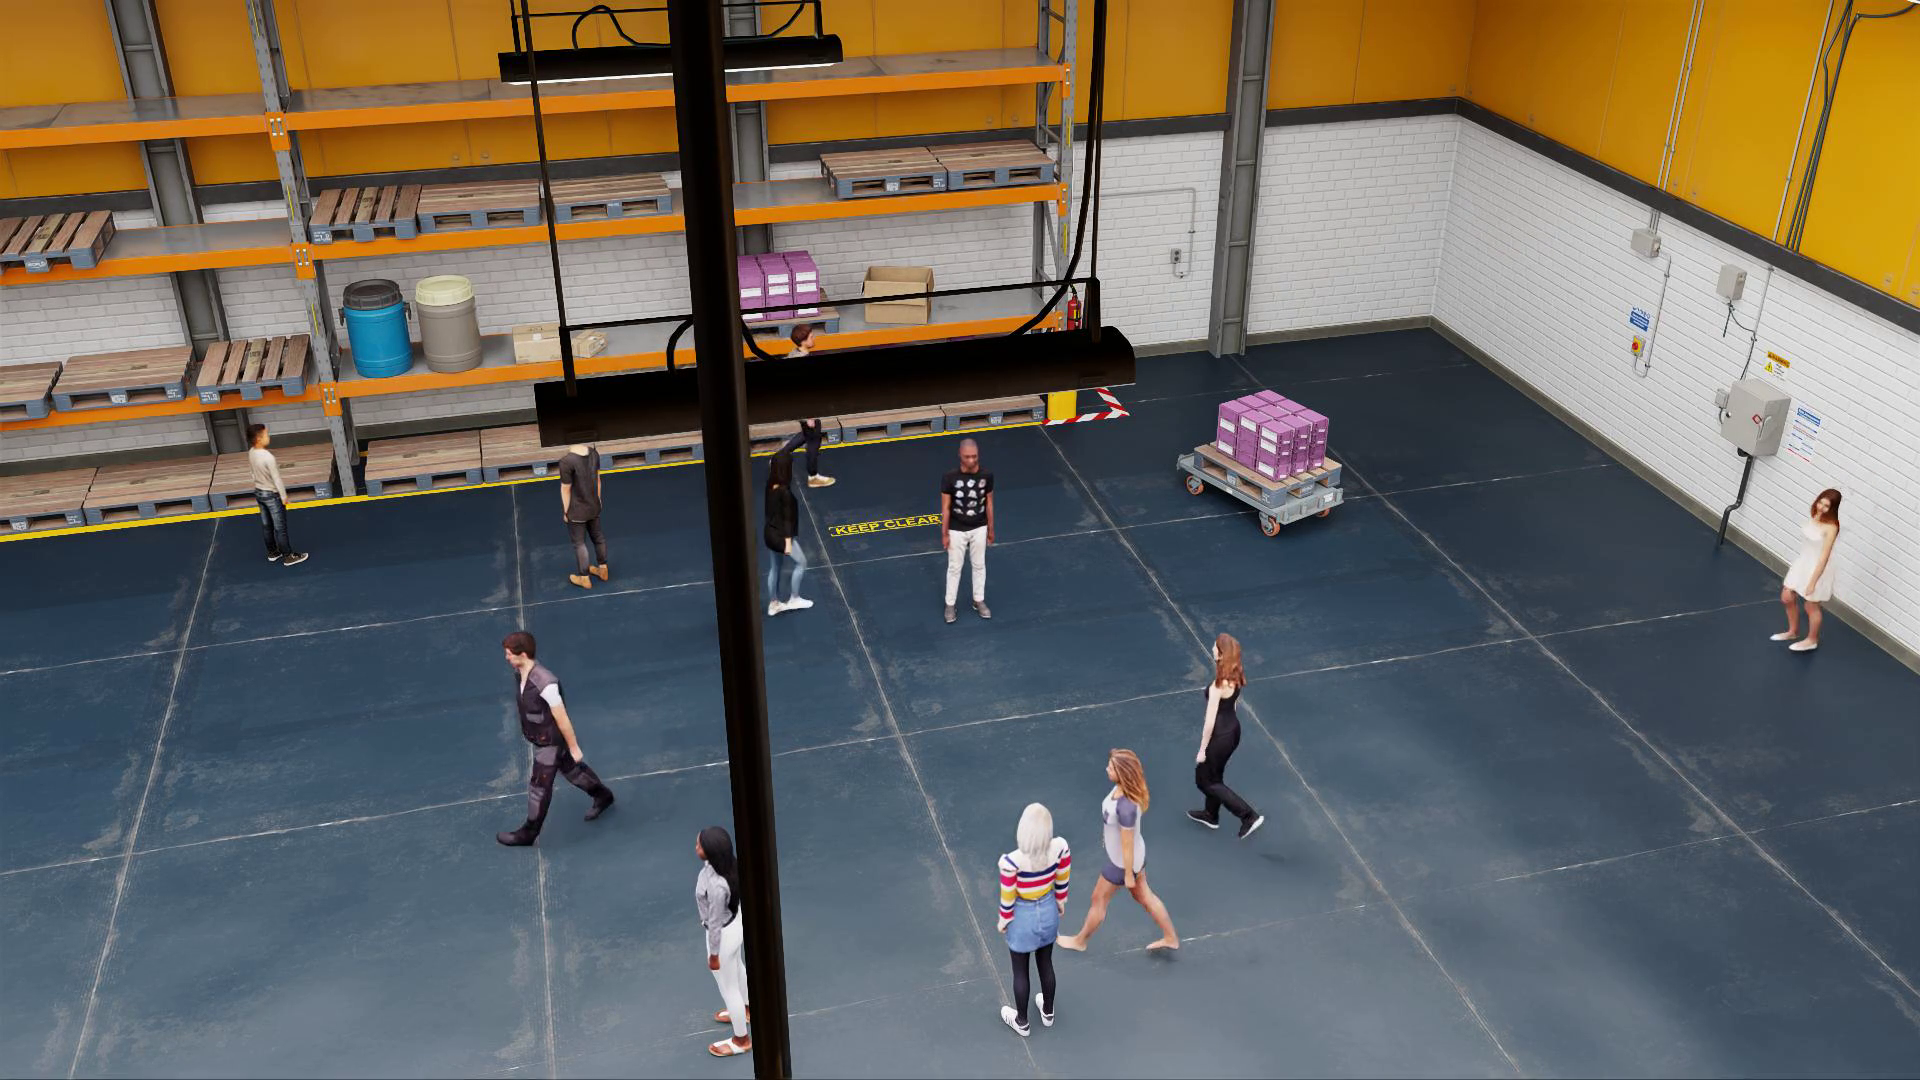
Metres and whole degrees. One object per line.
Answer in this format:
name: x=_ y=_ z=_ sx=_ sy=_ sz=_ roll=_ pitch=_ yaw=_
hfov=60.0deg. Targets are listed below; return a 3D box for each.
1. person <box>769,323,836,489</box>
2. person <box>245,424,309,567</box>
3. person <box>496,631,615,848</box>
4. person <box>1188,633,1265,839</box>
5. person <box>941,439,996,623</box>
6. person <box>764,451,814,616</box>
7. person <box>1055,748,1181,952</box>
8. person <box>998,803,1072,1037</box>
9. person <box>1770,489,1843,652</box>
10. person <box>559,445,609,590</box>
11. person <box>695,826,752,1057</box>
person: x=-1.709 y=-1.402 z=17.599 sx=0.908 sy=1.878 sz=0.648 roll=-7 pitch=29 yaw=-12
person: x=-6.767 y=-0.446 z=16.277 sx=0.634 sy=1.465 sz=0.685 roll=17 pitch=33 yaw=29
person: x=-2.970 y=1.454 z=12.459 sx=1.306 sy=1.786 sz=1.018 roll=-22 pitch=36 yaw=-35
person: x=2.023 y=1.507 z=12.420 sx=0.964 sy=1.732 sz=0.906 roll=16 pitch=32 yaw=27
person: x=0.068 y=-0.110 z=15.307 sx=0.527 sy=1.804 sz=0.724 roll=-6 pitch=29 yaw=-11
person: x=-1.716 y=-0.026 z=15.333 sx=0.761 sy=1.633 sz=0.707 roll=-20 pitch=34 yaw=-32
person: x=1.209 y=2.165 z=11.266 sx=1.184 sy=1.681 sz=0.929 roll=5 pitch=29 yaw=10
person: x=0.470 y=2.420 z=10.664 sx=0.521 sy=1.809 sz=0.748 roll=-13 pitch=31 yaw=-22
person: x=7.620 y=0.272 z=14.750 sx=0.699 sy=1.668 sz=0.615 roll=2 pitch=29 yaw=4
person: x=-3.593 y=-0.351 z=15.846 sx=0.757 sy=1.712 sz=0.671 roll=20 pitch=34 yaw=32
person: x=-1.494 y=2.515 z=10.582 sx=0.587 sy=1.722 sz=0.634 roll=0 pitch=29 yaw=0
